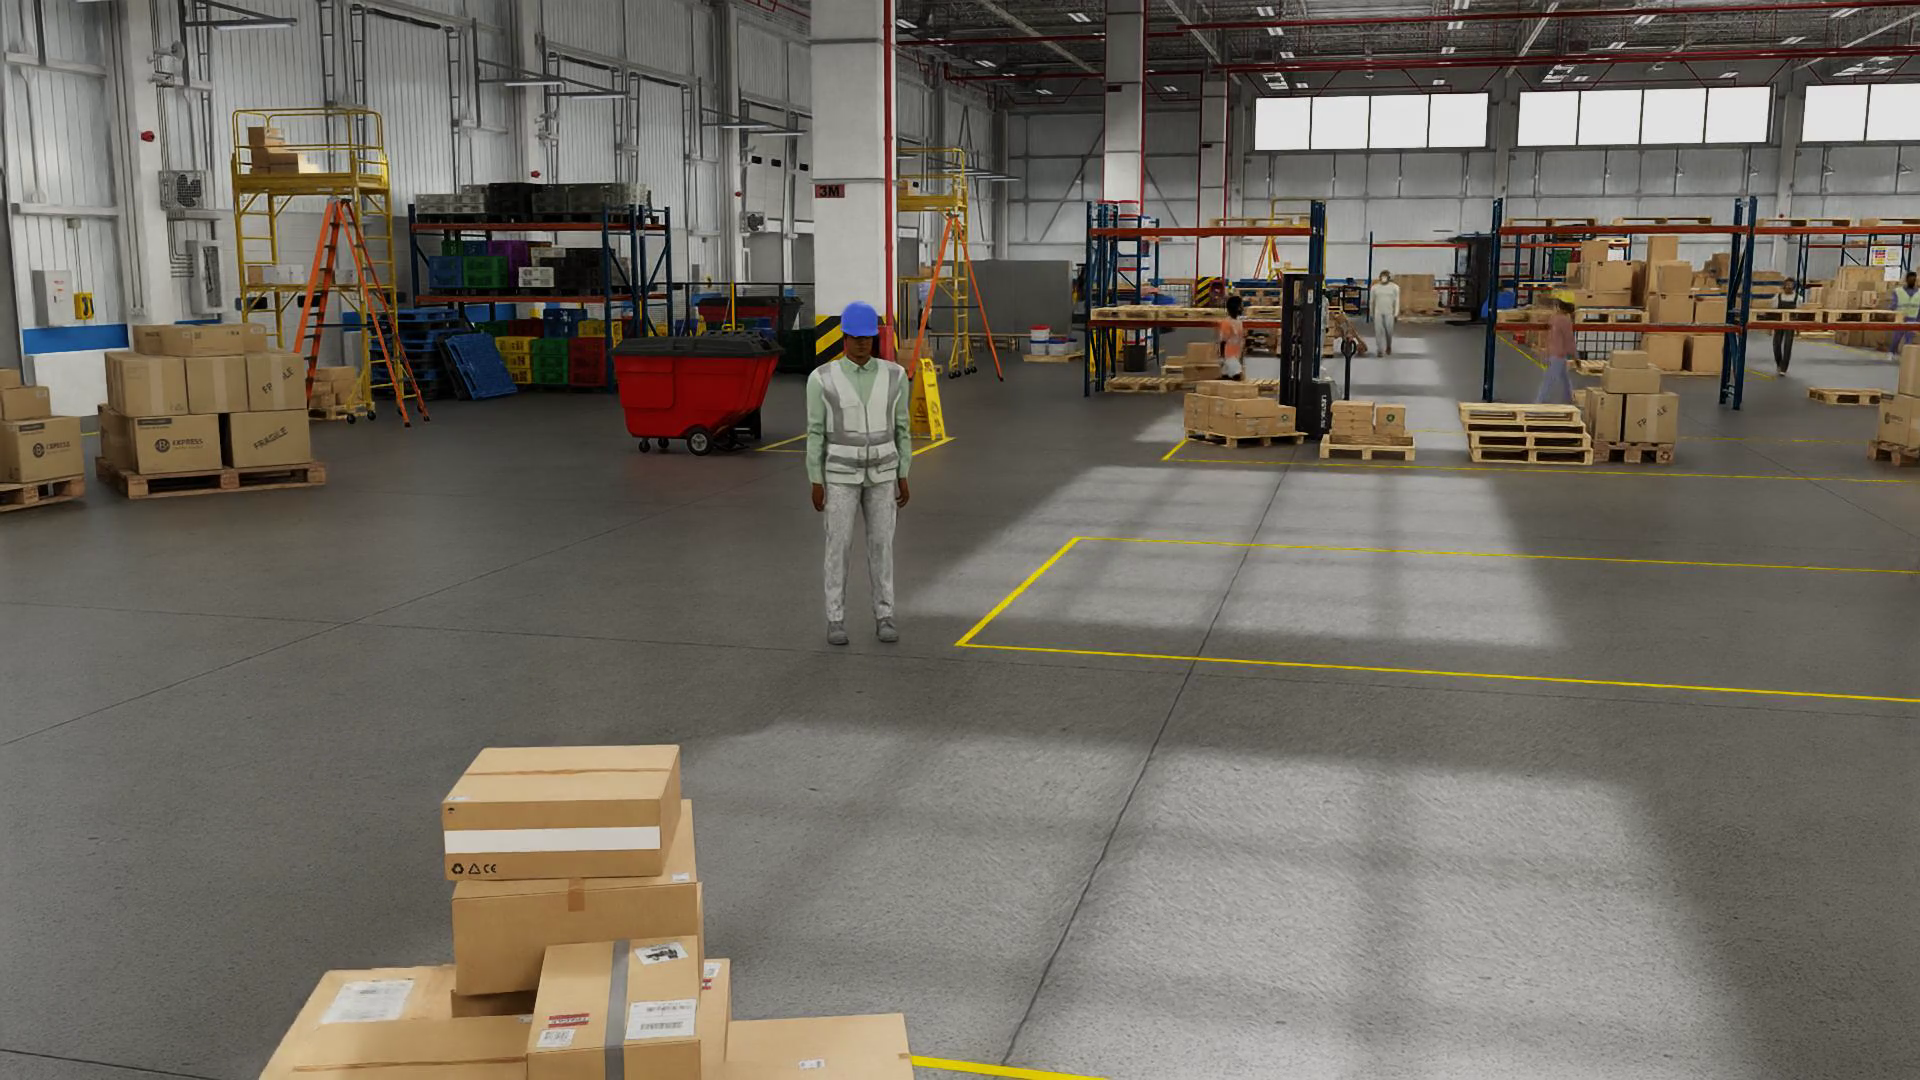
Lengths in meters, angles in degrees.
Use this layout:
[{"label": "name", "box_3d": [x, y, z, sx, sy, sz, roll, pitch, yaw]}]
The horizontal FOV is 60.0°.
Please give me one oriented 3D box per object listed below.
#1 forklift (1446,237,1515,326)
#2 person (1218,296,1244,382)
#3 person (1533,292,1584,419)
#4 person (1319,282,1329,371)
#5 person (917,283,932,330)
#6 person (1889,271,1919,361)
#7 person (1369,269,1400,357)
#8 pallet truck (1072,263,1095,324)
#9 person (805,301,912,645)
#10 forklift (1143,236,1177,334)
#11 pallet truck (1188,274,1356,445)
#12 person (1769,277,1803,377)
[{"label": "forklift", "box_3d": [16.480, -8.160, 52.451, 1.873, 2.768, 1.129, 1, 10, 3]}, {"label": "person", "box_3d": [3.698, -2.564, 23.100, 0.849, 1.661, 0.534, 5, 11, 29]}, {"label": "person", "box_3d": [8.031, -2.406, 21.989, 0.895, 1.722, 0.531, 1, 10, 7]}, {"label": "person", "box_3d": [6.893, -4.113, 31.983, 0.483, 1.738, 0.320, -4, 11, -23]}, {"label": "person", "box_3d": [-1.045, -7.318, 50.308, 0.546, 1.927, 0.390, -9, 13, -44]}, {"label": "person", "box_3d": [19.263, -4.517, 33.877, 0.596, 1.907, 0.627, 3, 10, 15]}, {"label": "person", "box_3d": [9.285, -4.960, 36.427, 0.633, 1.920, 0.483, 3, 10, 19]}, {"label": "pallet truck", "box_3d": [4.325, -8.180, 55.162, 0.823, 1.965, 1.885, 6, 11, 31]}, {"label": "person", "box_3d": [-0.565, -0.365, 9.344, 0.600, 1.940, 0.423, -3, 10, -17]}, {"label": "forklift", "box_3d": [5.166, -7.243, 47.052, 1.873, 2.768, 1.129, 2, 10, 14]}, {"label": "pallet truck", "box_3d": [3.653, -2.138, 19.590, 1.885, 1.965, 0.823, -4, 10, -20]}, {"label": "person", "box_3d": [15.175, -3.922, 30.576, 0.531, 1.833, 0.606, 5, 11, 29]}]
